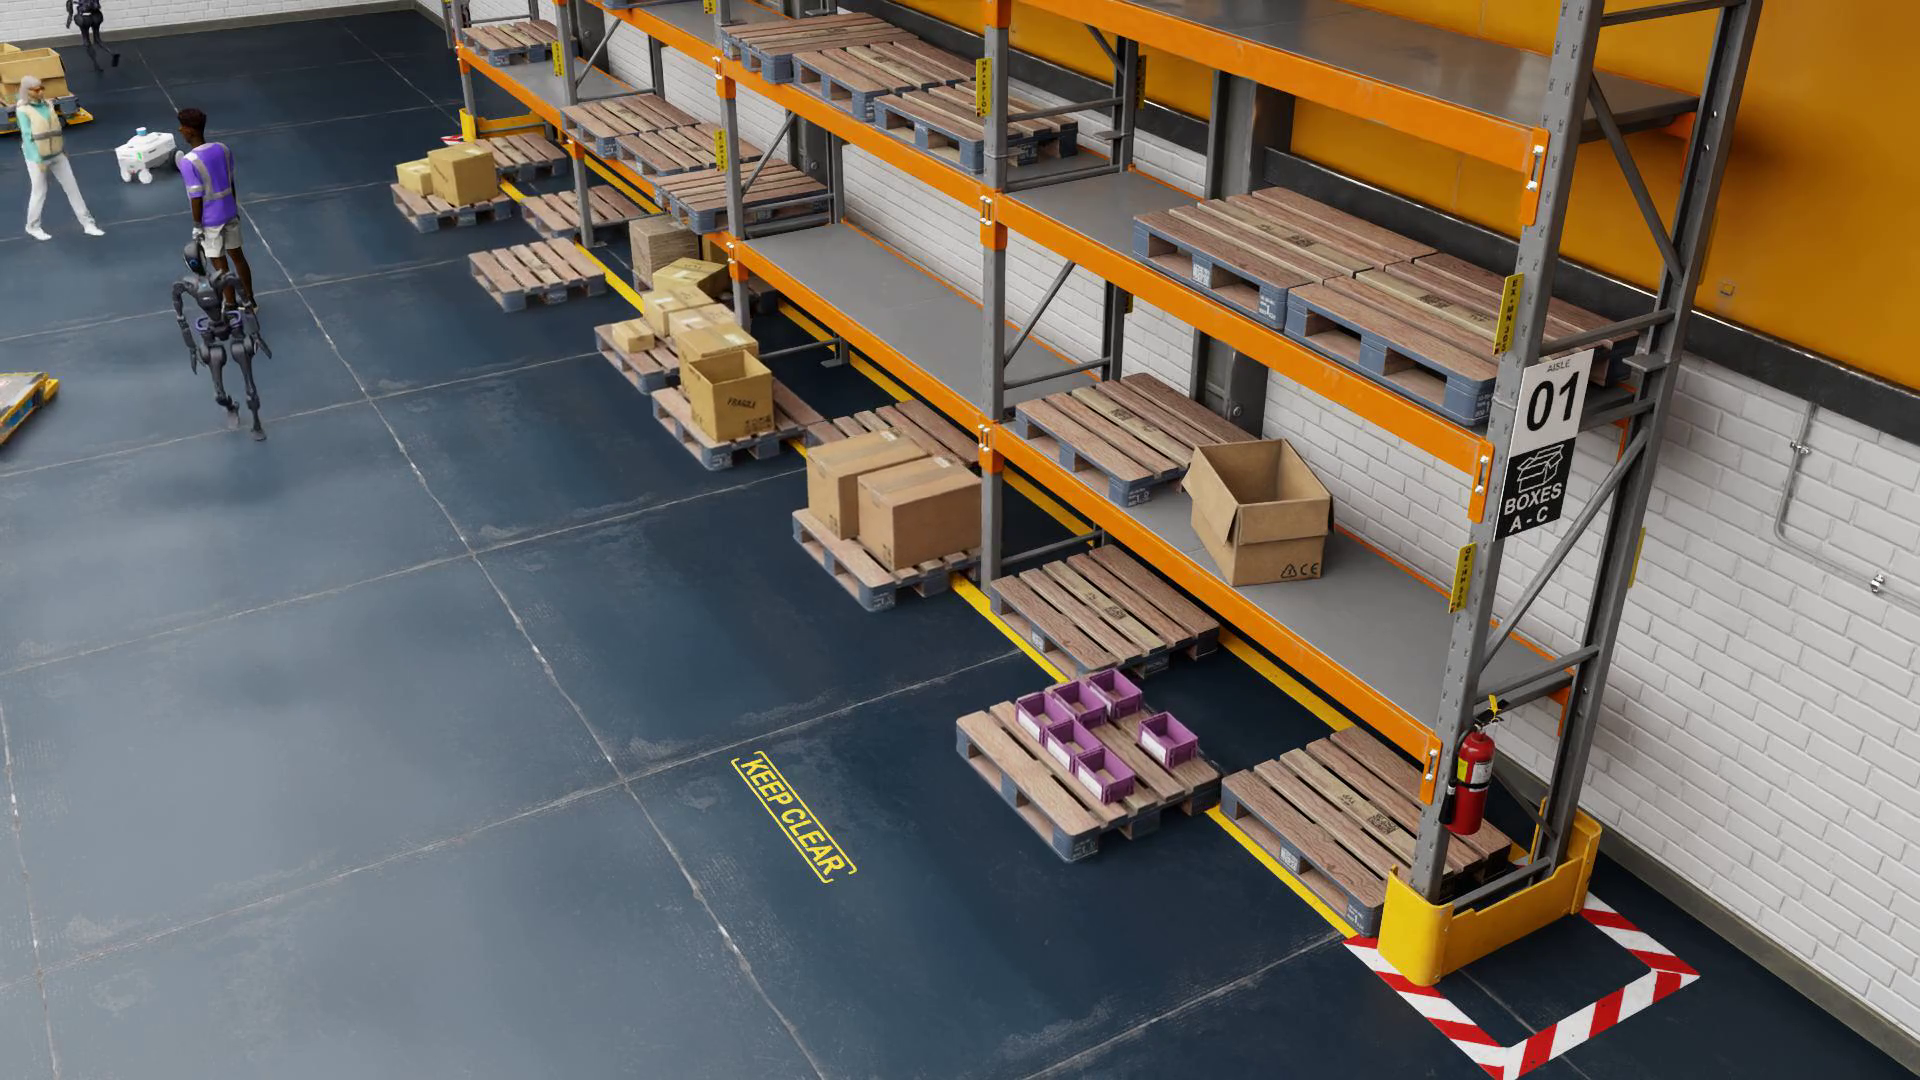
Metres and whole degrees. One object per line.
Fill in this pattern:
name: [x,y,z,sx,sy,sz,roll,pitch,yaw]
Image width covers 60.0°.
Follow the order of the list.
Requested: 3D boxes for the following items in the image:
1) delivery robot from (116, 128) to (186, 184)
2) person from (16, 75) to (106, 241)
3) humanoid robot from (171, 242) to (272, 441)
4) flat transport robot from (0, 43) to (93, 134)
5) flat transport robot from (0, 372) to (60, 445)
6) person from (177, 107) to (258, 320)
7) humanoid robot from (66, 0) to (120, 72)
delivery robot: [-9.386,-4.464,19.210,0.521,0.583,0.752,5,30,9]
person: [-9.397,-3.930,17.117,0.639,1.695,0.542,12,32,20]
humanoid robot: [-5.708,-1.553,12.944,0.615,1.648,0.360,-10,31,-17]
flat transport robot: [-11.835,-5.331,21.043,1.431,0.231,0.659,-22,36,-34]
flat transport robot: [-7.895,-1.013,13.420,0.659,0.231,1.431,-2,30,-4]
person: [-6.777,-2.951,15.121,0.362,1.964,0.611,7,30,12]
humanoid robot: [-12.169,-7.361,23.208,0.478,1.647,0.605,10,31,18]
